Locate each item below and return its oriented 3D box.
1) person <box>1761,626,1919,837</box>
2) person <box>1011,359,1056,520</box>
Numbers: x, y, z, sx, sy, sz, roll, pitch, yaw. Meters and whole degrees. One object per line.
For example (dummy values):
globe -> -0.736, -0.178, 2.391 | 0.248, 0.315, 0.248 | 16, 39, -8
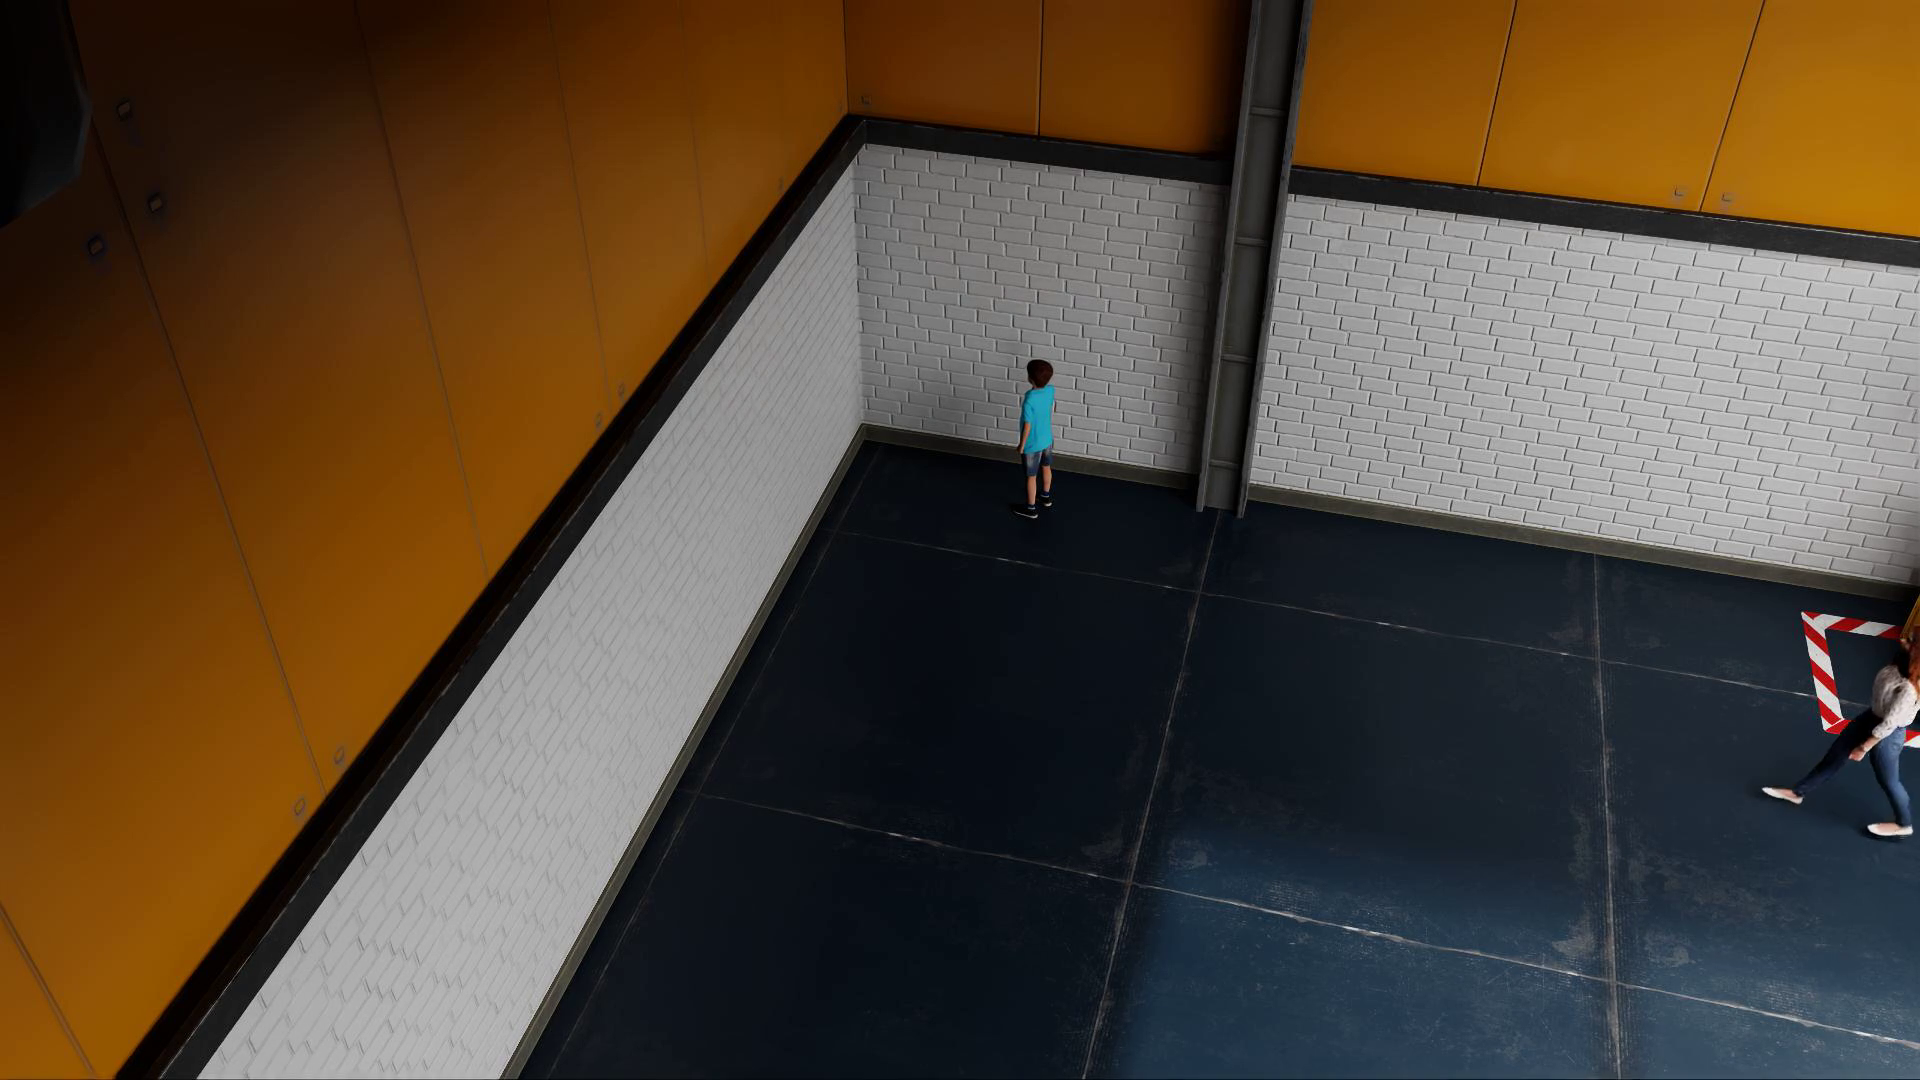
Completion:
person -> 5.977, 1.264, 10.605 | 1.162, 1.682, 0.644 | 12, 40, 15
person -> 0.623, -0.834, 13.419 | 0.597, 1.449, 0.587 | 27, 46, 30
